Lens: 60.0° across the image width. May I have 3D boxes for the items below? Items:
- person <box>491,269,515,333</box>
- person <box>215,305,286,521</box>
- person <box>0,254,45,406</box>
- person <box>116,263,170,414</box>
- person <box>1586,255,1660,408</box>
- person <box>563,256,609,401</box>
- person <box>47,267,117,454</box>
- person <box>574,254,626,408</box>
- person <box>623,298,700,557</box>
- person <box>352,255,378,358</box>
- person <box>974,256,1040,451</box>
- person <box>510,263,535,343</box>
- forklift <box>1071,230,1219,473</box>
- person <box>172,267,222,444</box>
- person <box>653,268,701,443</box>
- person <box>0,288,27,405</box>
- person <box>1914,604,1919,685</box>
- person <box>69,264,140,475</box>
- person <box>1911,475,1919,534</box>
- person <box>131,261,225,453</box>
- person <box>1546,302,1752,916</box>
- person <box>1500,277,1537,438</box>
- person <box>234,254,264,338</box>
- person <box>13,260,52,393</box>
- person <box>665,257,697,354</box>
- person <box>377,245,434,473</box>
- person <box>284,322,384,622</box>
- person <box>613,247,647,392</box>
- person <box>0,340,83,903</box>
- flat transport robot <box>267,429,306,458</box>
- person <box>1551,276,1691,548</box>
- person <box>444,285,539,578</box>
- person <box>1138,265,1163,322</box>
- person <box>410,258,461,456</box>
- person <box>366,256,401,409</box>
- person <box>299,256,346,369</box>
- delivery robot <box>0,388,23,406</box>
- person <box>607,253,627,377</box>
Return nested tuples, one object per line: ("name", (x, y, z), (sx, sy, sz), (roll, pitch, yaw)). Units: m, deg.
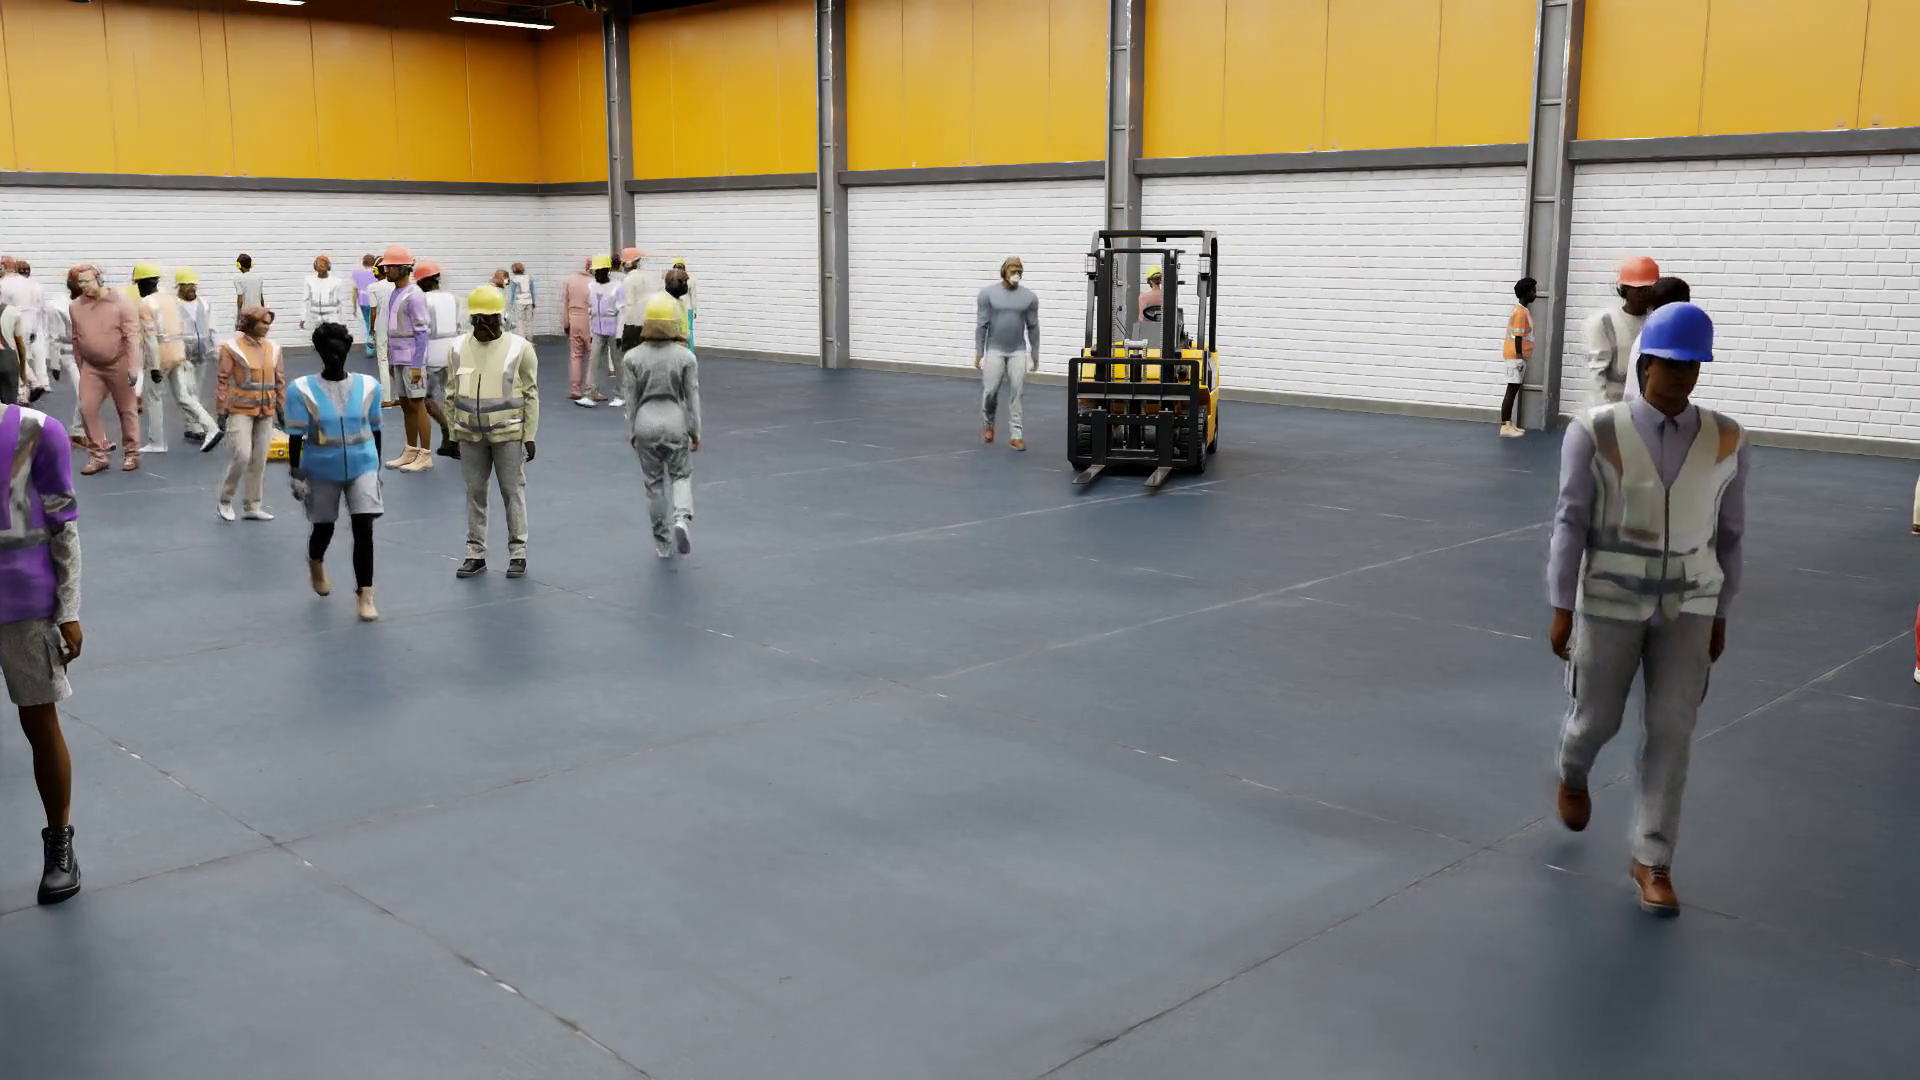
("person", (-6.985, -3.324, 25.404), (0.348, 1.620, 0.529), (5, 11, 24))
("person", (-5.287, -0.935, 12.405), (0.384, 1.611, 0.544), (5, 12, 27))
("person", (-11.799, -2.596, 20.692), (0.428, 1.890, 0.681), (1, 10, 3))
("person", (-9.513, -2.322, 19.426), (0.630, 1.822, 0.572), (-3, 11, -16))
("person", (4.370, -0.832, 10.794), (0.611, 1.988, 1.036), (0, 10, -1))
("person", (-4.851, -2.736, 21.576), (0.752, 1.865, 0.396), (7, 12, 32))
("person", (-8.591, -1.756, 16.331), (1.035, 1.832, 0.590), (8, 13, 38))
("person", (-4.423, -2.557, 20.478), (0.617, 1.888, 0.898), (5, 11, 25))
("person", (-1.955, -0.716, 10.922), (0.486, 1.724, 0.496), (-2, 11, -10))
("person", (-10.305, -4.097, 29.165), (0.589, 1.789, 0.991), (0, 10, -1))
("person", (0.473, -1.862, 16.599), (0.682, 1.926, 0.568), (-2, 11, -12))
("person", (-8.369, -4.495, 31.835), (0.392, 1.609, 0.636), (8, 13, 37))
("forklift", (1.804, -1.825, 15.677), (1.214, 2.155, 2.313), (2, 11, 13))
("person", (-7.832, -1.884, 17.057), (0.784, 1.800, 0.606), (7, 12, 33))
("person", (-3.088, -1.896, 17.144), (0.761, 1.807, 0.666), (1, 10, 6))
("person", (-8.612, -1.481, 14.856), (0.507, 1.806, 0.827), (-6, 12, -31))
("person", (4.756, -0.159, 7.763), (0.528, 1.768, 0.313), (-3, 11, -13))
("person", (-7.653, -1.517, 14.877), (0.656, 1.869, 0.758), (-1, 10, -4))
("person", (6.926, -0.810, 11.674), (0.265, 1.631, 0.507), (3, 11, 17))
("person", (-7.696, -1.778, 16.291), (0.838, 1.892, 0.599), (2, 11, 10))
("person", (2.219, 0.187, 5.428), (0.619, 1.931, 0.728), (1, 10, 7))
("person", (5.923, -1.934, 17.653), (0.320, 1.694, 0.534), (4, 11, 20))
("person", (-10.500, -3.290, 24.573), (0.335, 1.865, 0.521), (5, 12, 26))
("person", (-12.787, -2.910, 22.699), (0.624, 1.800, 0.965), (-10, 14, -43))
("person", (-4.655, -3.829, 27.778), (0.523, 1.767, 0.313), (-2, 11, -10))
("person", (-5.011, -1.628, 15.012), (0.380, 2.045, 0.605), (-9, 14, -39))
("person", (-3.525, -0.403, 9.381), (0.538, 1.671, 0.730), (-6, 12, -29))
("person", (-4.343, -2.965, 22.504), (0.716, 1.973, 0.621), (2, 11, 12))
("person", (-3.083, 0.209, 5.272), (0.552, 1.942, 0.343), (-3, 11, -14))
("flat transport robot", (-6.478, -0.993, 16.387), (0.652, 0.197, 1.431), (-1, 10, -5))
("person", (4.044, -0.620, 9.932), (0.809, 1.897, 0.603), (5, 11, 25))
("person", (-2.929, -0.671, 10.381), (0.587, 1.830, 0.403), (1, 10, 4))
("person", (2.412, -2.513, 20.622), (0.523, 1.760, 0.327), (-5, 12, -27))
("person", (-4.971, -1.729, 15.924), (0.458, 1.917, 0.570), (7, 13, 34))
("person", (-7.107, -2.559, 20.554), (0.328, 1.876, 0.514), (6, 12, 31))
("person", (-9.318, -3.235, 24.379), (0.593, 1.833, 1.005), (0, 10, 0))
("delivery robot", (-10.890, -1.582, 18.569), (0.707, 0.478, 0.477), (-3, 11, -17))
("person", (-5.181, -3.398, 25.137), (0.532, 1.871, 0.319), (-4, 11, -19))
